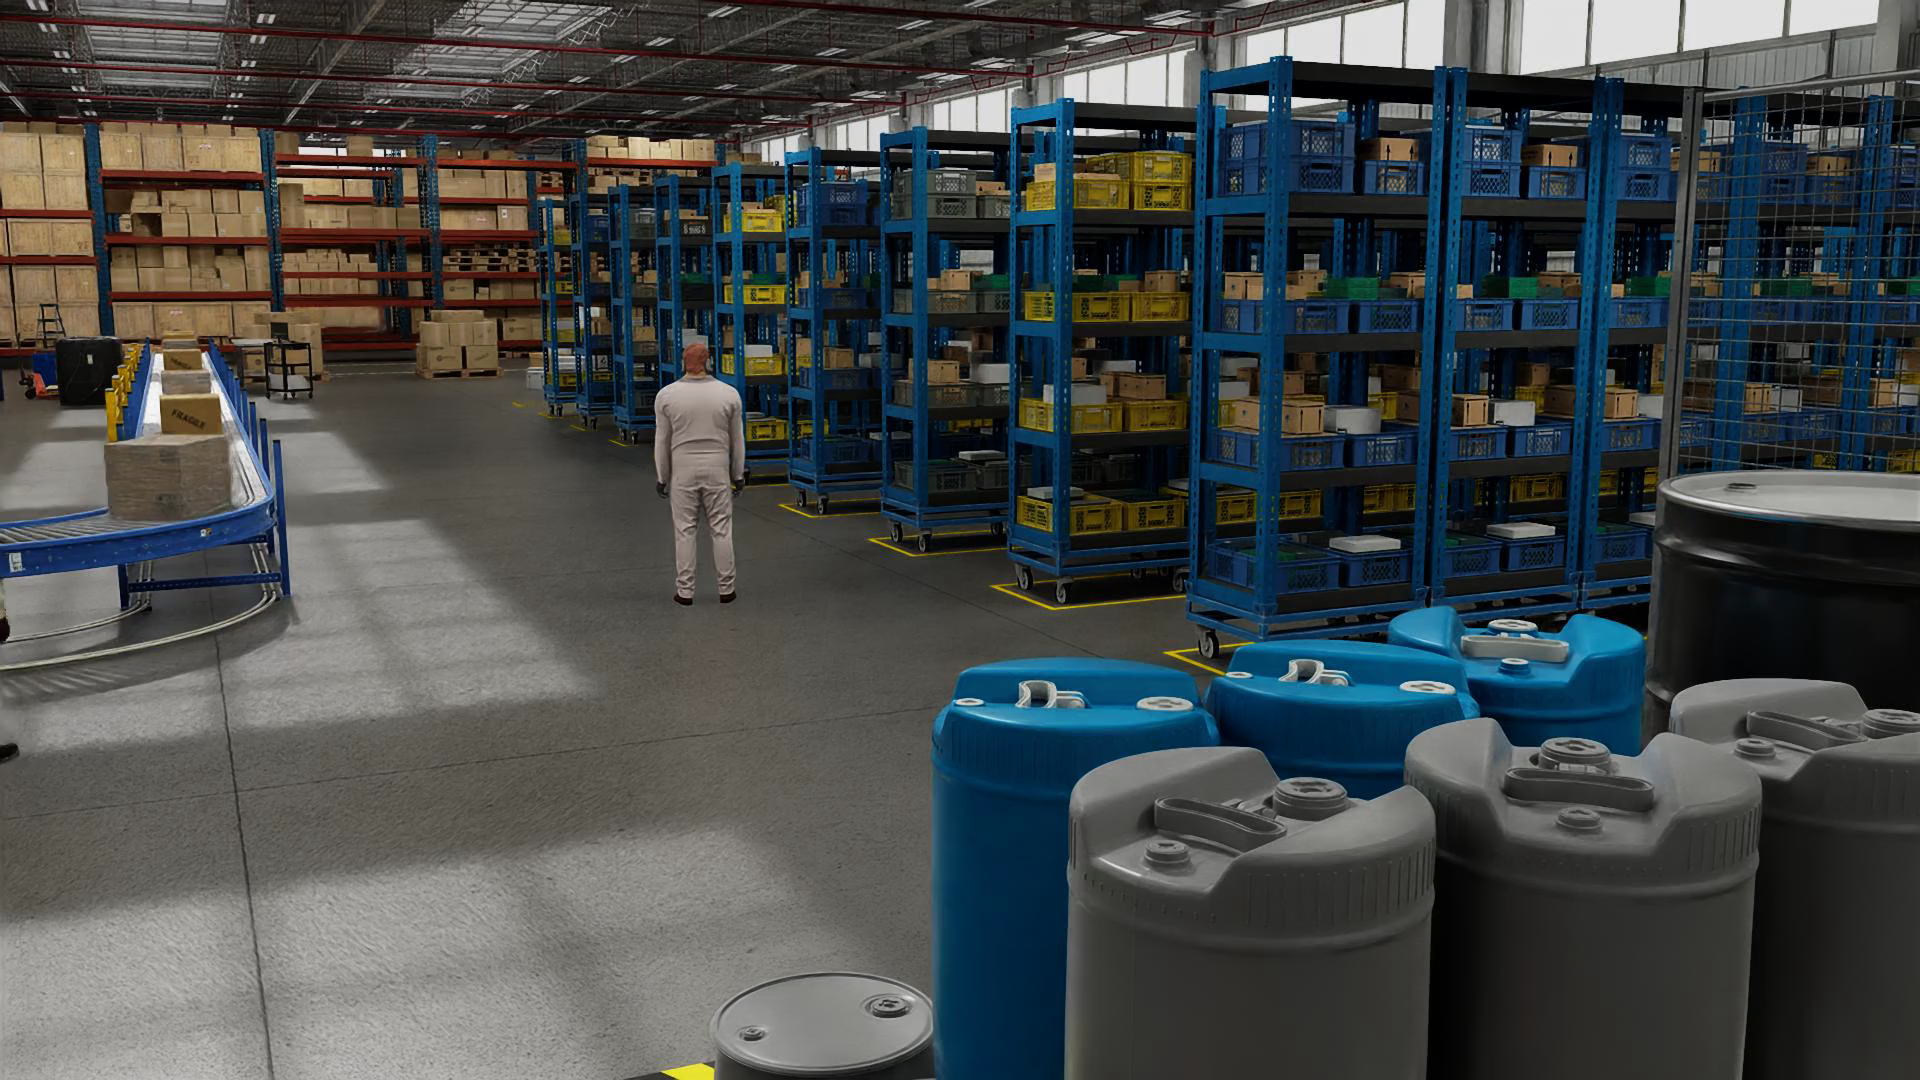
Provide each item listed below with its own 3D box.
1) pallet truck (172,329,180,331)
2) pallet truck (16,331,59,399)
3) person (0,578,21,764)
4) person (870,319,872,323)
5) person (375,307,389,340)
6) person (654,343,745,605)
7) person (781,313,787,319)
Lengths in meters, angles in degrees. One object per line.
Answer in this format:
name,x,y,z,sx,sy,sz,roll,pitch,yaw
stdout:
pallet truck,-17.275,-3.851,35.096,1.601,1.201,0.680,0,9,1
pallet truck,-17.082,-3.353,31.781,1.630,1.274,0.653,-4,10,-25
person,-4.742,0.292,7.666,0.608,1.789,0.932,2,9,11
person,-2.792,-6.520,49.518,0.477,1.917,0.567,-6,11,-32
person,-19.094,-7.190,54.630,0.778,1.607,0.516,-4,10,-24
person,-1.891,-0.476,12.082,0.652,1.898,0.402,-2,9,-15
person,-4.659,-5.978,45.967,0.607,1.987,0.408,-6,11,-32
